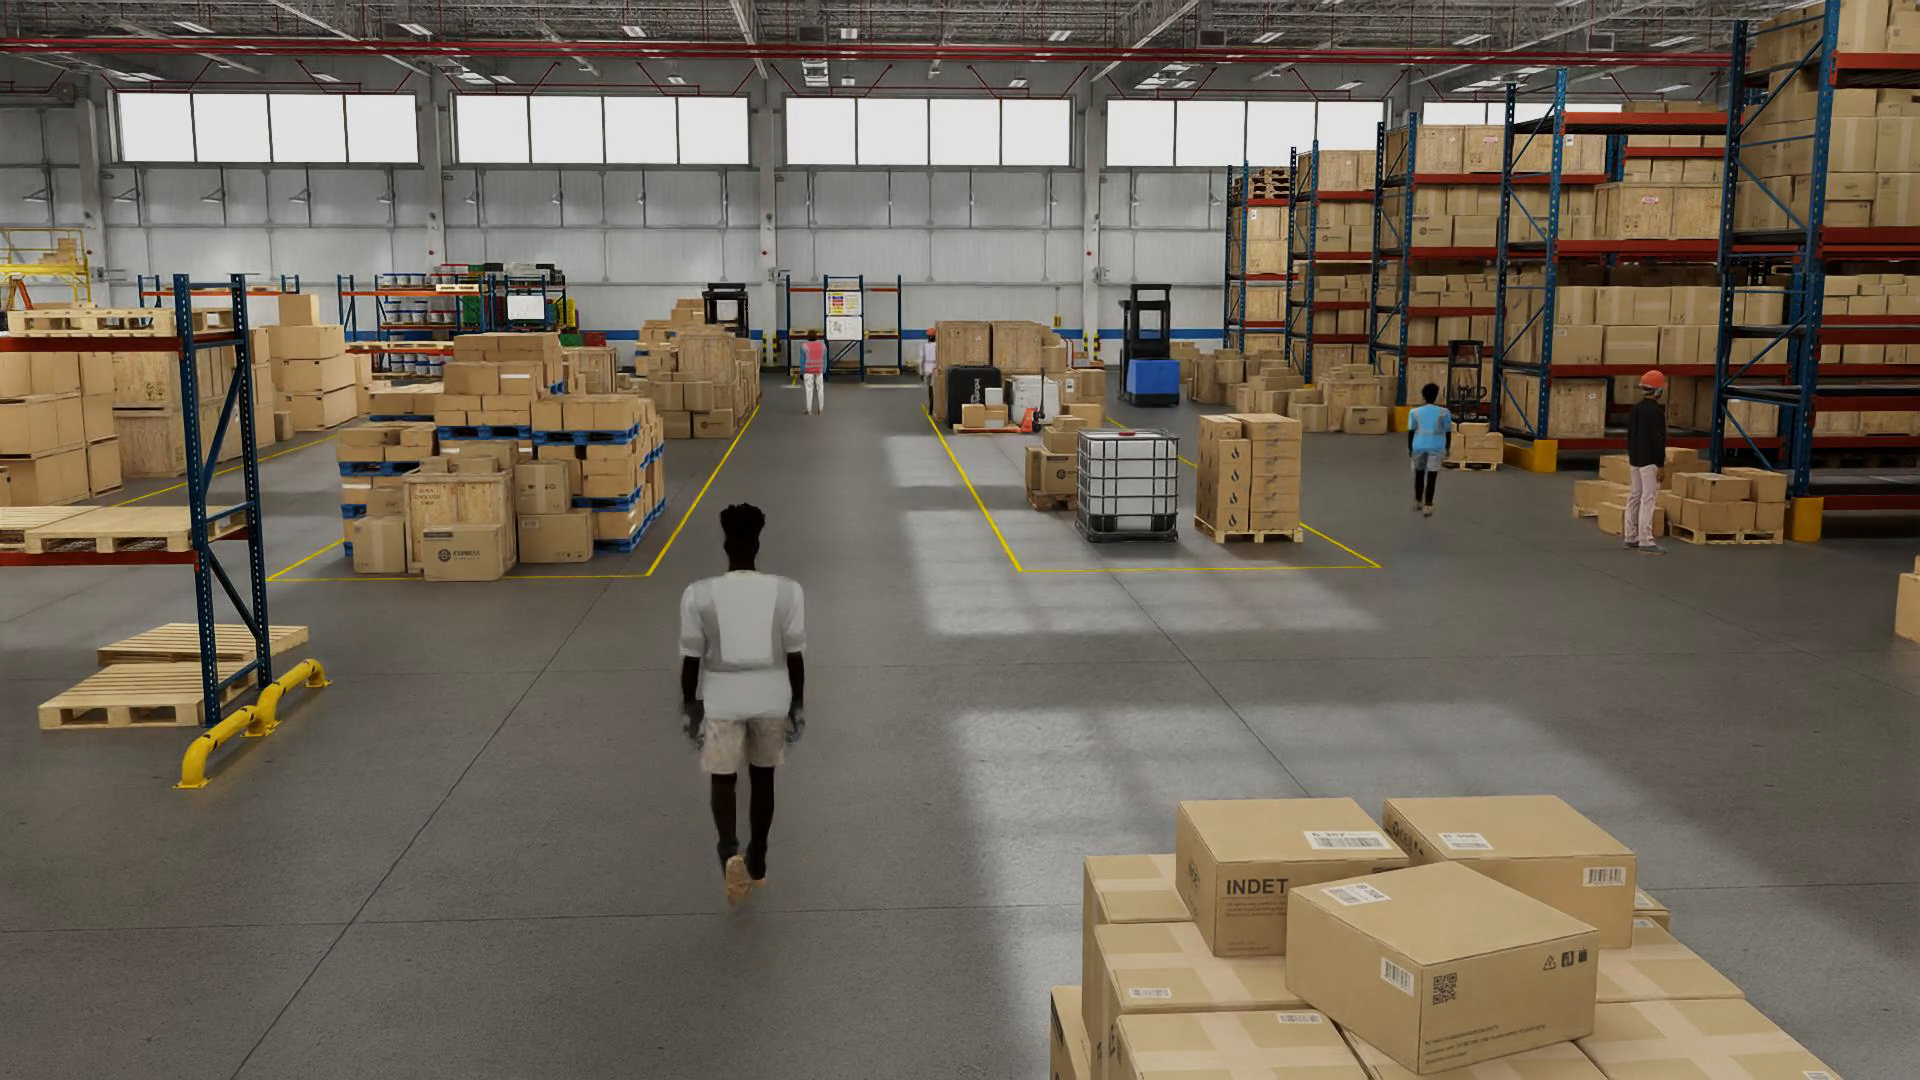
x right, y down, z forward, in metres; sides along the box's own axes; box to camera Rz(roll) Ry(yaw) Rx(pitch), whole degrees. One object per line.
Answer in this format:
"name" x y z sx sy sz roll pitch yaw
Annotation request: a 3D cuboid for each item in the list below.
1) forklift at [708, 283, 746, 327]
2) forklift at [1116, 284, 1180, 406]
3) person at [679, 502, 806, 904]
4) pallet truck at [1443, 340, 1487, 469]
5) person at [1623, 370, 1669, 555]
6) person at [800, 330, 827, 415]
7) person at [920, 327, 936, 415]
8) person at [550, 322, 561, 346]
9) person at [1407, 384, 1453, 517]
"forklift" -5.818 -5.042 41.691 1.129 2.768 1.873 -1 9 -4
"forklift" 4.407 -4.562 38.673 1.129 2.768 1.873 -1 9 -7
"person" -1.032 0.790 8.005 0.611 1.945 0.725 -2 9 -11
"pallet truck" 8.004 -2.170 26.422 0.823 1.965 1.885 2 9 14
"person" 7.483 -0.842 18.087 0.379 1.995 0.622 -1 9 -8
"person" -3.200 -3.644 36.158 0.627 1.846 0.429 -5 10 -27
"person" -0.613 -3.680 36.245 0.541 1.901 0.965 3 9 16
"person" -9.391 -4.083 38.616 0.372 1.940 0.632 -2 9 -14
"person" 5.940 -1.146 21.042 0.548 1.650 0.856 4 10 23
